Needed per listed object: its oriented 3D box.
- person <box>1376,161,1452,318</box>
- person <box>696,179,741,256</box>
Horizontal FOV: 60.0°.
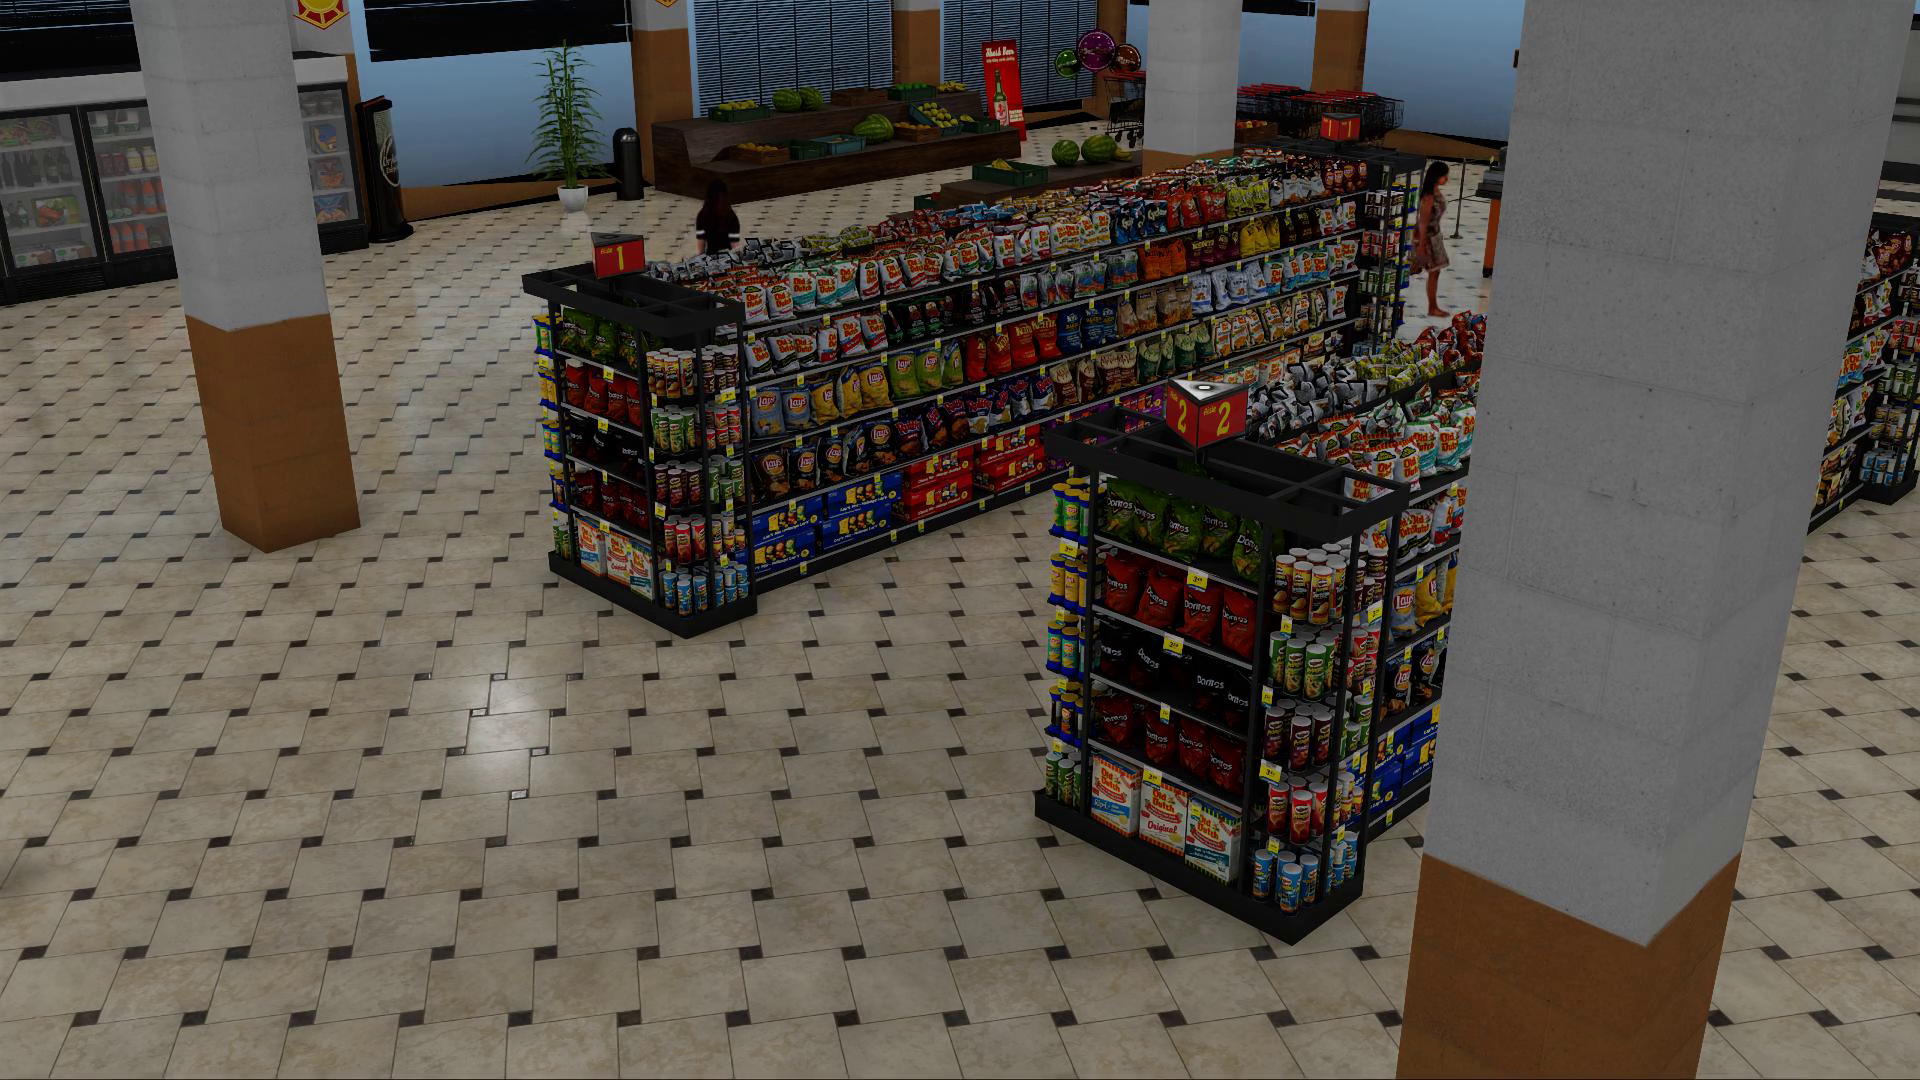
[{"bbox_3d":[4.705,-3.069,17.080,0.978,1.609,1.073,6,23,15],"label":"person"},{"bbox_3d":[-2.323,-2.594,15.905,1.002,1.603,1.193,5,22,11],"label":"person"}]
